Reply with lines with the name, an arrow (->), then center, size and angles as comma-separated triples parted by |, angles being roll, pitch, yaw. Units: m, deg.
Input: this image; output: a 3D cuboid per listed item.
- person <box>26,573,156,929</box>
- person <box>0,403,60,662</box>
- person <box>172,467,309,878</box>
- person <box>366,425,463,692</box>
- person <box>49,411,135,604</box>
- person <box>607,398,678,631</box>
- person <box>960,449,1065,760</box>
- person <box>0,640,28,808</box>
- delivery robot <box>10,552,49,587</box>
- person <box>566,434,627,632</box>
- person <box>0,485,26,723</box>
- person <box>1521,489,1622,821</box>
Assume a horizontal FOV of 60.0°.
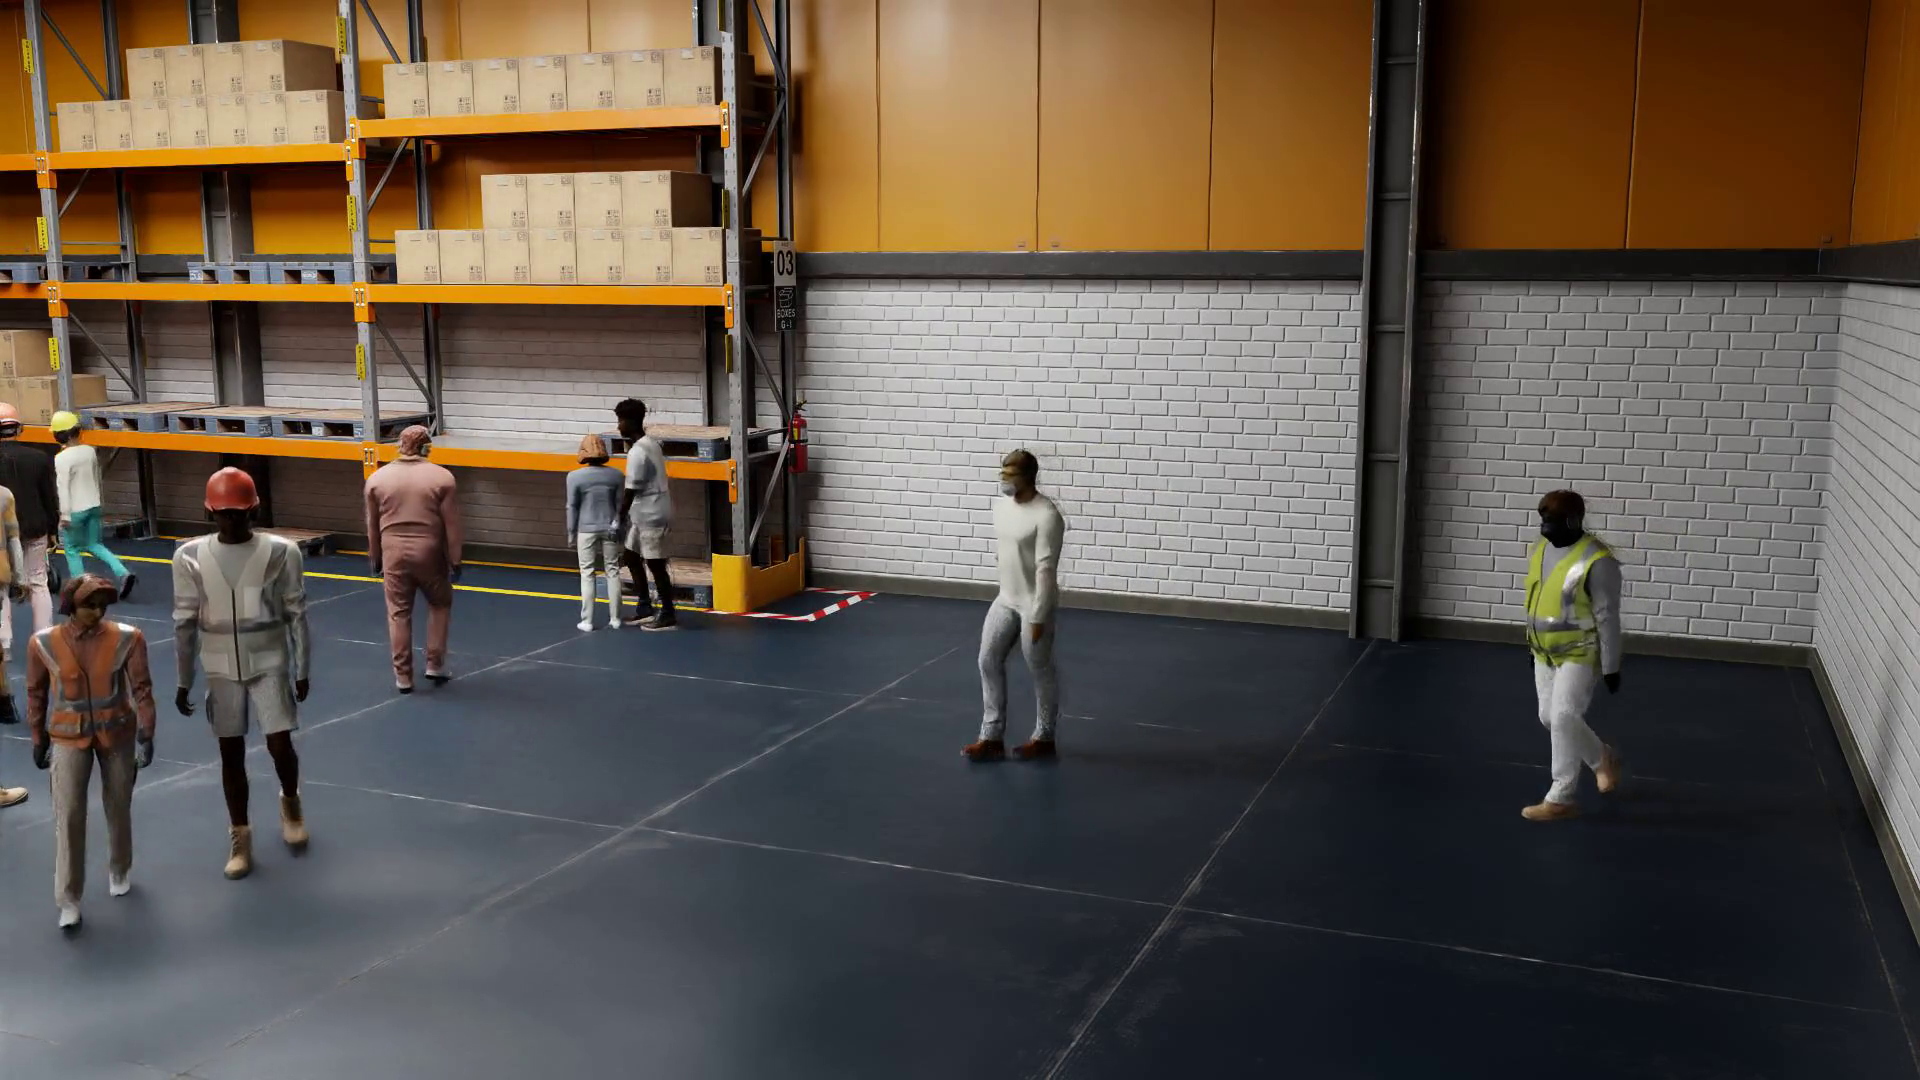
person -> -4.010, 0.953, 7.700 | 0.526, 1.596, 0.796 | -5, 10, -26
person -> -7.255, -0.058, 12.751 | 0.477, 1.970, 0.622 | 9, 13, 42
person -> -3.571, 0.642, 8.278 | 0.616, 2.034, 0.501 | -2, 10, -11
person -> -3.879, 0.124, 11.866 | 0.684, 1.873, 0.613 | -1, 9, -5
person -> -7.725, -0.274, 14.720 | 0.614, 1.750, 0.527 | 1, 9, 9
person -> -2.622, -0.195, 13.623 | 0.639, 1.935, 0.614 | -1, 9, -6
person -> 0.297, 0.415, 9.993 | 0.772, 1.913, 0.662 | -7, 11, -35
person -> -5.519, 0.483, 9.209 | 0.615, 2.041, 0.392 | 4, 10, 24
delivery robot -> -8.668, 0.183, 15.242 | 0.707, 0.478, 0.477 | 7, 12, 37
person -> -2.995, -0.058, 13.742 | 0.500, 1.627, 0.270 | -5, 11, -29
person -> -6.619, 0.249, 11.055 | 0.930, 1.896, 0.570 | 5, 11, 29
person -> 3.420, 0.613, 9.116 | 0.708, 1.820, 0.640 | -3, 10, -18
